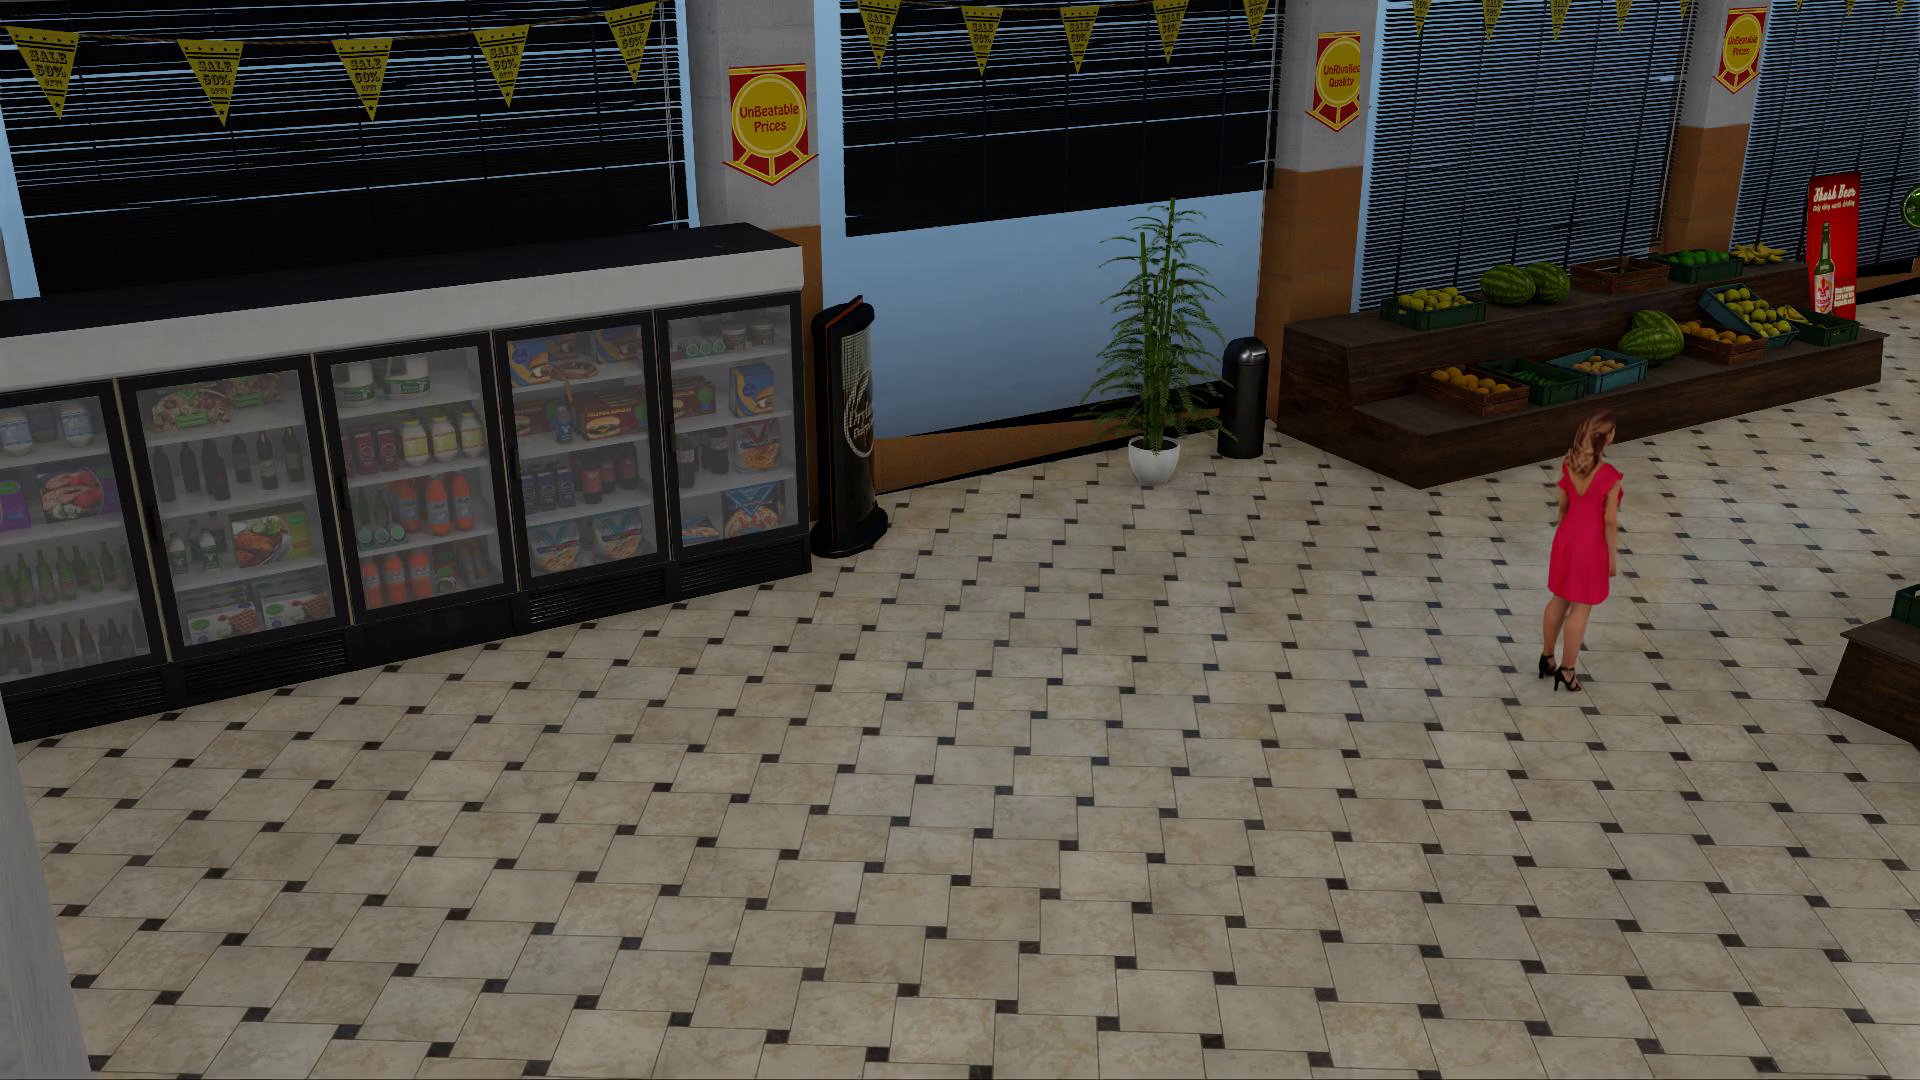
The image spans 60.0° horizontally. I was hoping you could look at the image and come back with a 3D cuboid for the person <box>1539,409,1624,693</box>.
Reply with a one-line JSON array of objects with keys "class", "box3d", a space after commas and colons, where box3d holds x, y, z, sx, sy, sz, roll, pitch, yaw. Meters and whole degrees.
[{"class": "person", "box3d": [3.614, 0.066, 9.707, 0.569, 1.727, 0.598, -9, 24, -22]}]
